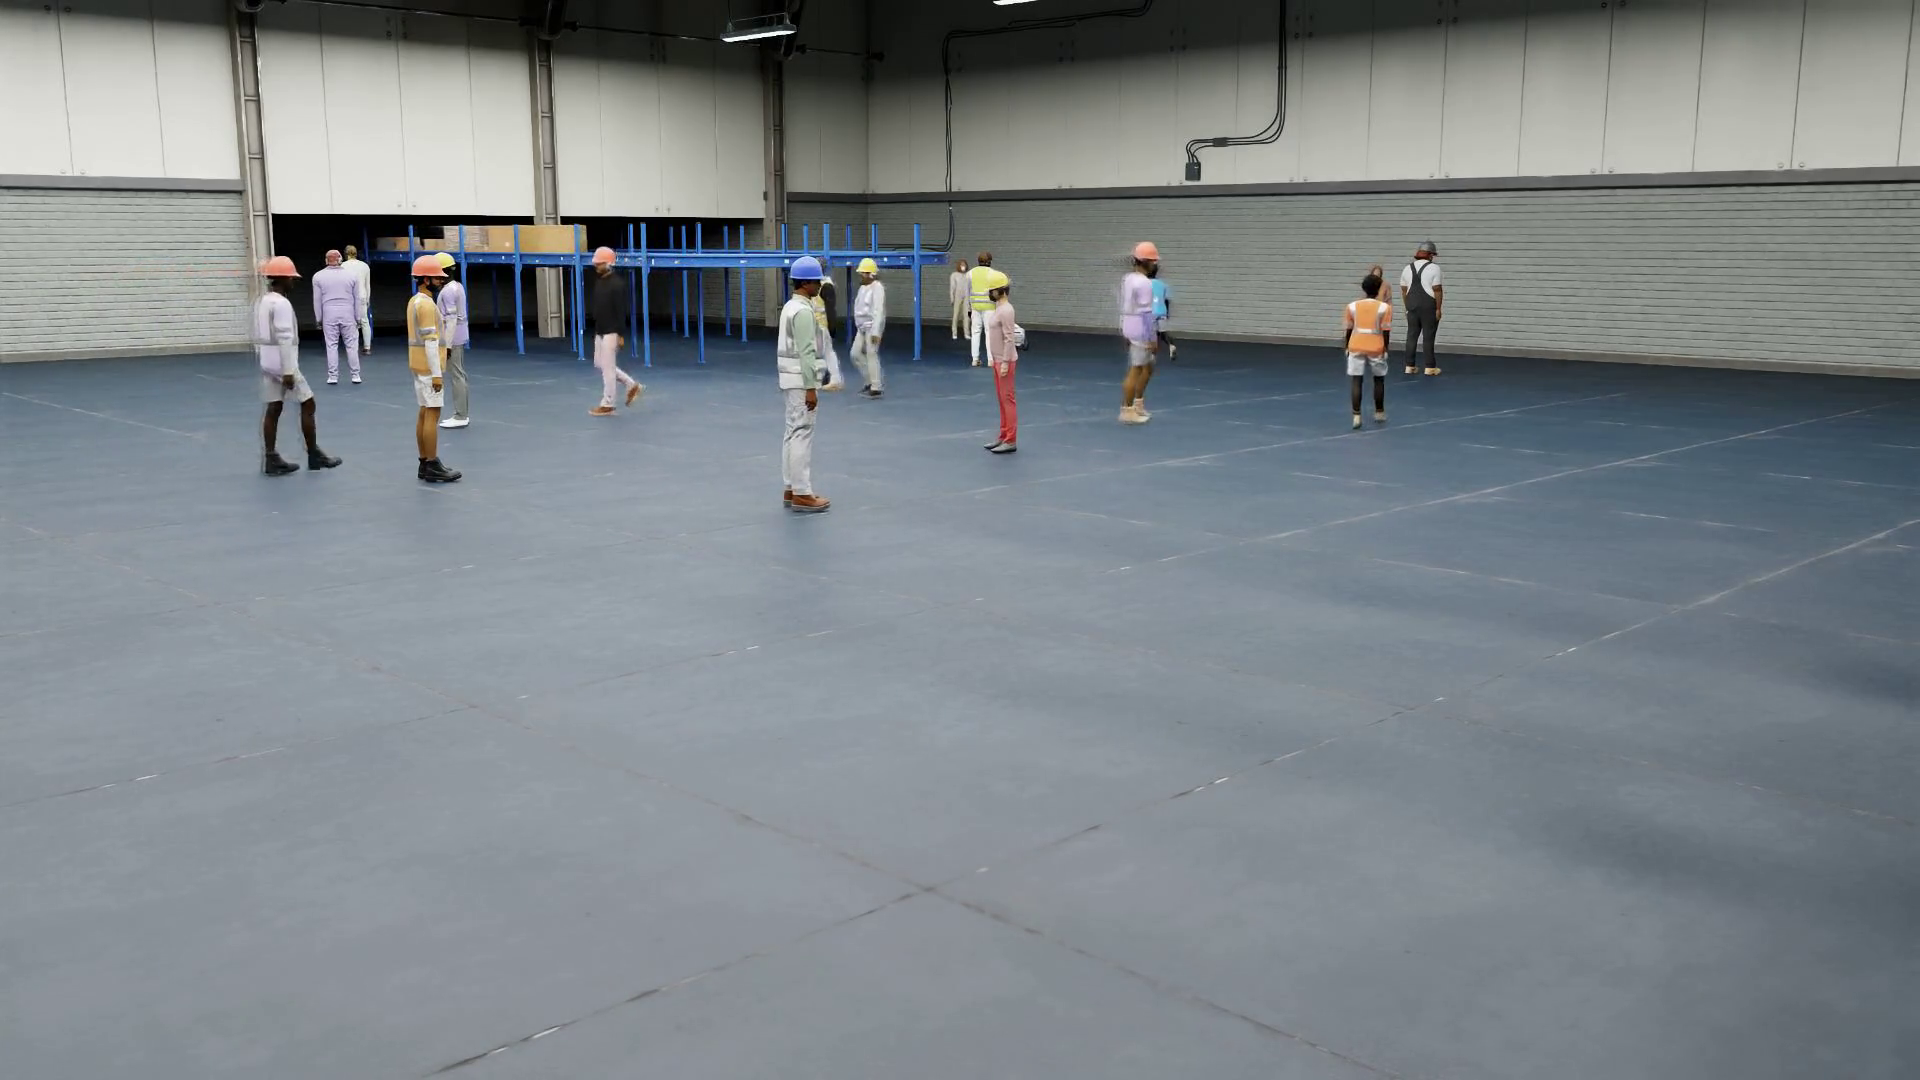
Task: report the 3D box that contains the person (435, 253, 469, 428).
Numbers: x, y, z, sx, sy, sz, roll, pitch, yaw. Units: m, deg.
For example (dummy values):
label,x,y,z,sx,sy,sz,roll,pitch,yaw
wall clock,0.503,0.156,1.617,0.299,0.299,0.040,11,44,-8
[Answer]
label,x,y,z,sx,sy,sz,roll,pitch,yaw
person,-5.631,-2.207,18.394,0.374,1.920,0.585,-2,11,-9

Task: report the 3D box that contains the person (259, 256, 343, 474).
label,x,y,z,sx,sy,sz,roll,pitch,yaw
person,-5.923,-1.561,14.873,0.780,1.913,0.571,-9,14,-41

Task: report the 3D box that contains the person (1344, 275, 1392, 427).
label,x,y,z,sx,sy,sz,roll,pitch,yaw
person,4.563,-2.110,18.538,0.547,1.665,0.771,5,12,26

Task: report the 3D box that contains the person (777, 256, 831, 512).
label,x,y,z,sx,sy,sz,roll,pitch,yaw
person,-1.208,-1.213,12.894,0.405,1.946,0.610,-3,11,-16

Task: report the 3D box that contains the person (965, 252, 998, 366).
label,x,y,z,sx,sy,sz,roll,pitch,yaw
person,0.399,-3.758,27.063,0.627,1.843,0.429,6,12,28

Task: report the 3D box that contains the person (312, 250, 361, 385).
label,x,y,z,sx,sy,sz,roll,pitch,yaw
person,-8.885,-3.181,23.754,0.643,1.905,0.400,-4,11,-23

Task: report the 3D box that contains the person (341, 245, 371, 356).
label,x,y,z,sx,sy,sz,roll,pitch,yaw
person,-10.718,-4.242,29.436,0.378,1.940,0.628,8,13,36

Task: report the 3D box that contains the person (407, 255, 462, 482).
label,x,y,z,sx,sy,sz,roll,pitch,yaw
person,-4.578,-1.487,14.418,0.358,1.938,0.548,-6,12,-29

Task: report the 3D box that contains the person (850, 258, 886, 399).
label,x,y,z,sx,sy,sz,roll,pitch,yaw
person,-1.190,-2.751,21.643,0.443,1.811,0.615,-5,11,-25

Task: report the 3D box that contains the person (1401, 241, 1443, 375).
label,x,y,z,sx,sy,sz,roll,pitch,yaw
person,7.141,-3.557,25.543,0.535,2.000,0.674,-9,14,-40

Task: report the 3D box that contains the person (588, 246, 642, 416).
label,x,y,z,sx,sy,sz,roll,pitch,yaw
person,-4.110,-2.473,19.675,0.650,1.981,0.628,-7,13,-35

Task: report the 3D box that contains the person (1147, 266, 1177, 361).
label,x,y,z,sx,sy,sz,roll,pitch,yaw
person,3.239,-3.691,27.162,0.539,1.673,0.584,-7,12,-33

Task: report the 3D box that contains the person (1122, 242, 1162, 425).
label,x,y,z,sx,sy,sz,roll,pitch,yaw
person,2.072,-2.307,18.638,0.585,2.023,0.648,-2,11,-10

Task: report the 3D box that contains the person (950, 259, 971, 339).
label,x,y,z,sx,sy,sz,roll,pitch,yaw
person,0.042,-4.966,34.232,0.501,1.637,0.271,-3,11,-18

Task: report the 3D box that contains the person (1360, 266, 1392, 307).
label,x,y,z,sx,sy,sz,roll,pitch,yaw
person,6.942,-3.783,27.836,0.523,1.606,0.808,0,10,1

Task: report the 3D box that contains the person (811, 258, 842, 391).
label,x,y,z,sx,sy,sz,roll,pitch,yaw
person,-2.010,-2.912,22.572,0.944,1.798,0.632,-4,11,-21

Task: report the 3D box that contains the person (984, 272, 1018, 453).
label,x,y,z,sx,sy,sz,roll,pitch,yaw
person,0.395,-1.741,16.295,0.334,1.759,0.523,-1,10,-8

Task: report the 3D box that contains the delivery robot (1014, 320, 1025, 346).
label,x,y,z,sx,sy,sz,roll,pitch,yaw
delivery robot,0.976,-3.838,30.873,0.477,0.478,0.707,-2,11,-8
